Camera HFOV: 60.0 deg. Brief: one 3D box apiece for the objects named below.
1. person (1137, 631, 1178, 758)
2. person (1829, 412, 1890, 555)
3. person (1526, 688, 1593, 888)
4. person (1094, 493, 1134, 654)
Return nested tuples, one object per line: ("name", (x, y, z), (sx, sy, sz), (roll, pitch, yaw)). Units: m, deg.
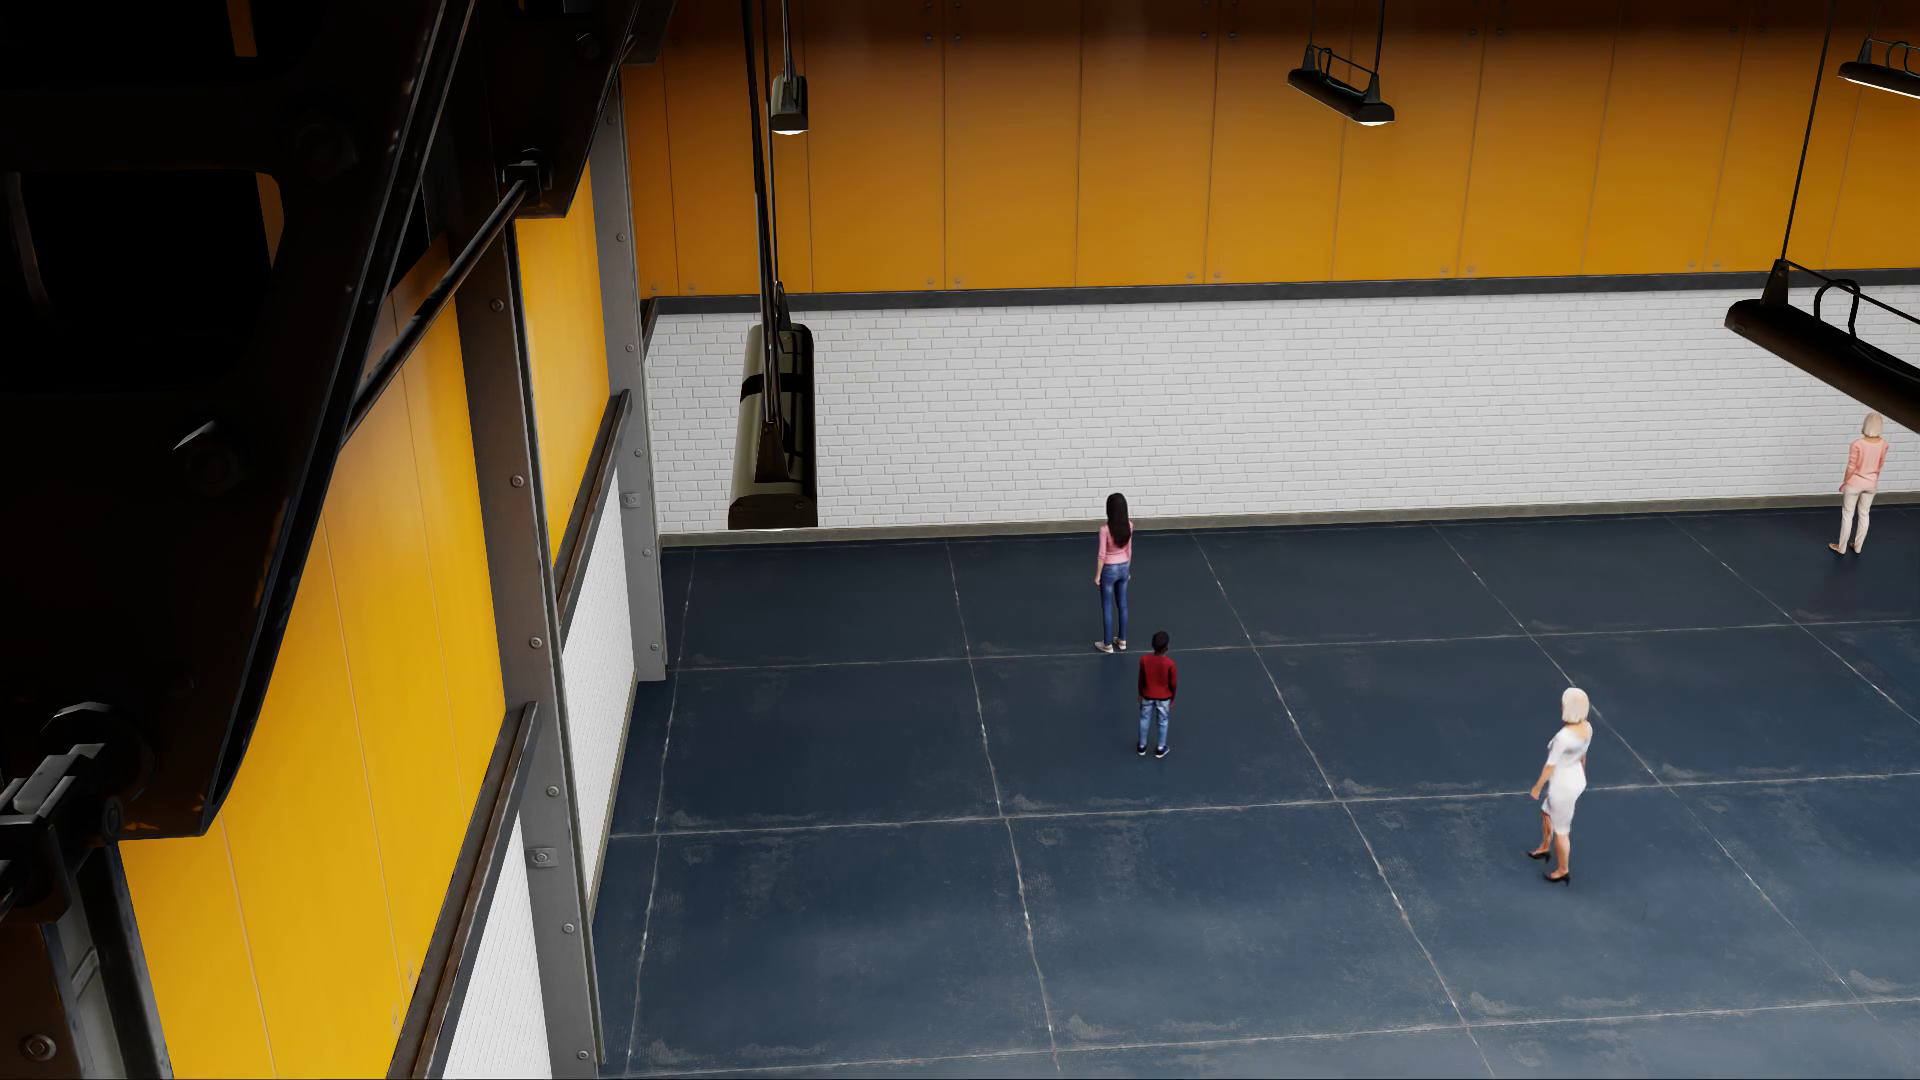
("person", (1.798, 1.415, 15.249), (0.561, 1.253, 0.569), (6, 24, 13))
("person", (10.523, -0.666, 19.422), (0.600, 1.724, 0.511), (-1, 24, -3))
("person", (4.898, 2.012, 13.280), (0.759, 1.736, 0.829), (-21, 31, -39))
("person", (1.585, 0.326, 17.129), (0.652, 1.742, 0.635), (-13, 27, -27))
